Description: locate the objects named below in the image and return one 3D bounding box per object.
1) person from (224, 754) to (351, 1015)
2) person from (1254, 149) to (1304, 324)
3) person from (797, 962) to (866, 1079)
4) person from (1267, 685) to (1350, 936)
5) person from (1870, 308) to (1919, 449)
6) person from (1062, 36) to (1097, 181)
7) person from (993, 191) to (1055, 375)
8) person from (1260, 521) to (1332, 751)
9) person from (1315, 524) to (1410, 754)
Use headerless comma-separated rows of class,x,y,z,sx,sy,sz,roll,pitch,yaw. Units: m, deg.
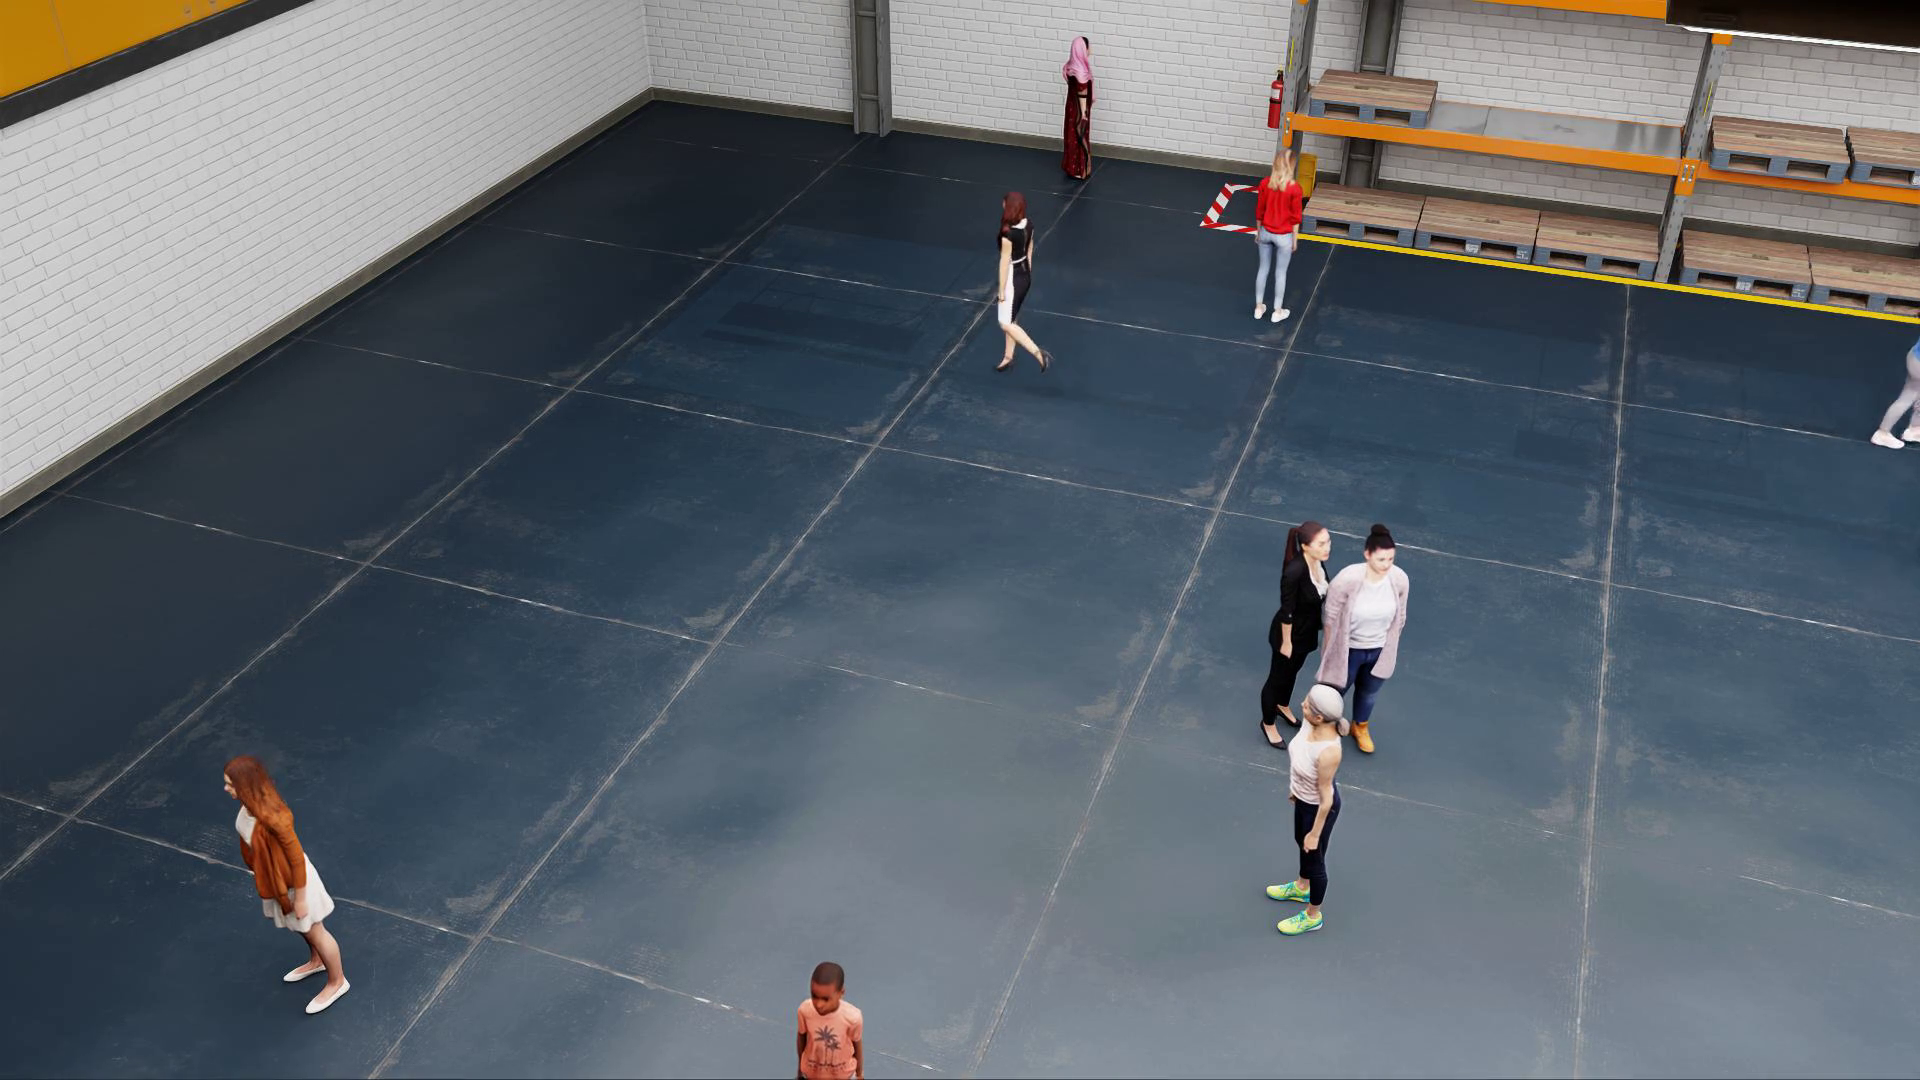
person,-3.569,1.787,8.845,0.781,1.718,0.671,-25,41,-33
person,3.025,-2.912,15.928,0.532,1.704,0.720,20,38,27
person,-0.624,2.538,8.084,0.450,1.310,0.573,7,34,10
person,1.984,1.491,9.305,0.664,1.702,0.679,-2,34,-3
person,7.963,-1.487,13.882,0.697,1.594,0.559,12,35,17
person,1.359,-4.964,19.073,0.757,1.639,0.753,-4,34,-6
person,0.558,-2.231,14.833,0.971,1.781,0.739,23,40,30
person,2.153,0.580,10.713,0.647,1.661,0.662,24,40,31
person,2.538,0.635,10.562,0.712,1.736,0.845,-2,34,-3
